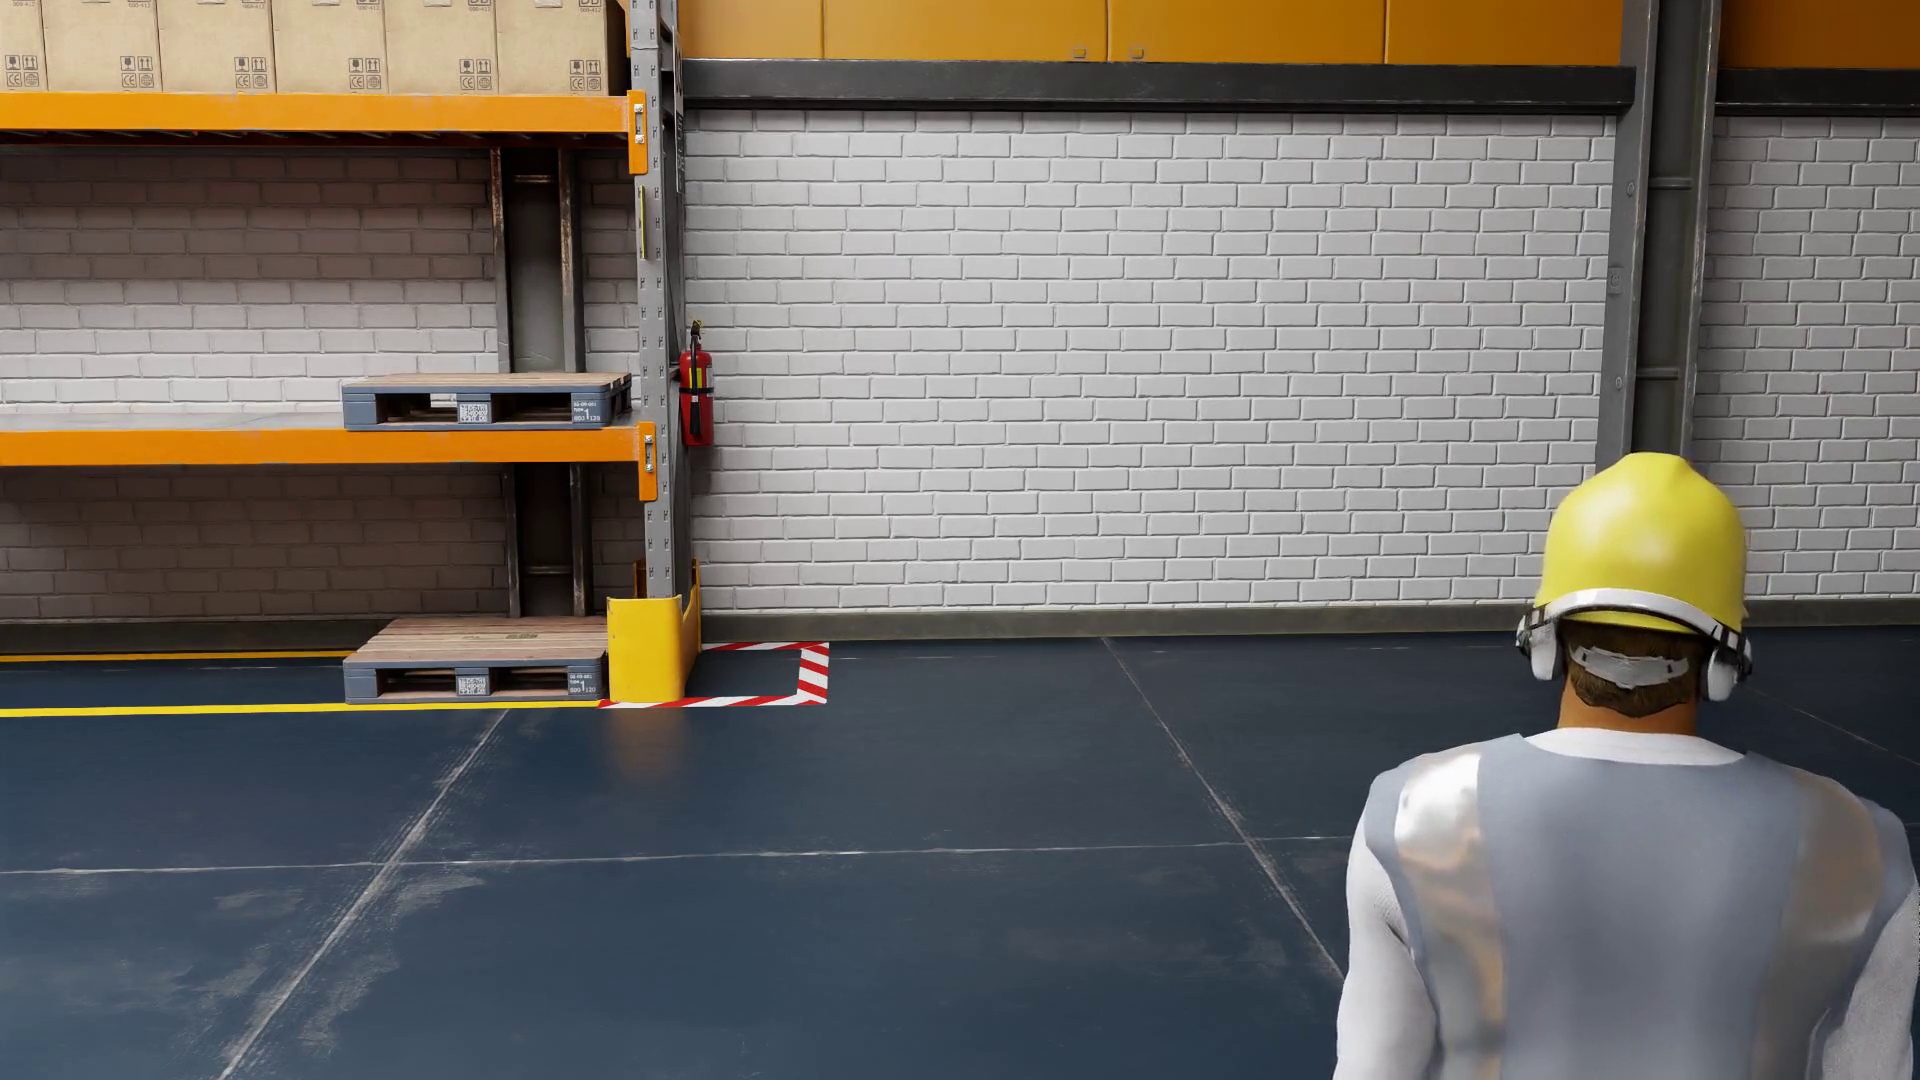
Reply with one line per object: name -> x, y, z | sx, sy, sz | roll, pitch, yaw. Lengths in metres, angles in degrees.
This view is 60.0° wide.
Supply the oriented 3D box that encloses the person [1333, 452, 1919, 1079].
person -> 0.724, 0.816, 1.890 | 0.600, 1.829, 0.404 | 3, 9, 15
